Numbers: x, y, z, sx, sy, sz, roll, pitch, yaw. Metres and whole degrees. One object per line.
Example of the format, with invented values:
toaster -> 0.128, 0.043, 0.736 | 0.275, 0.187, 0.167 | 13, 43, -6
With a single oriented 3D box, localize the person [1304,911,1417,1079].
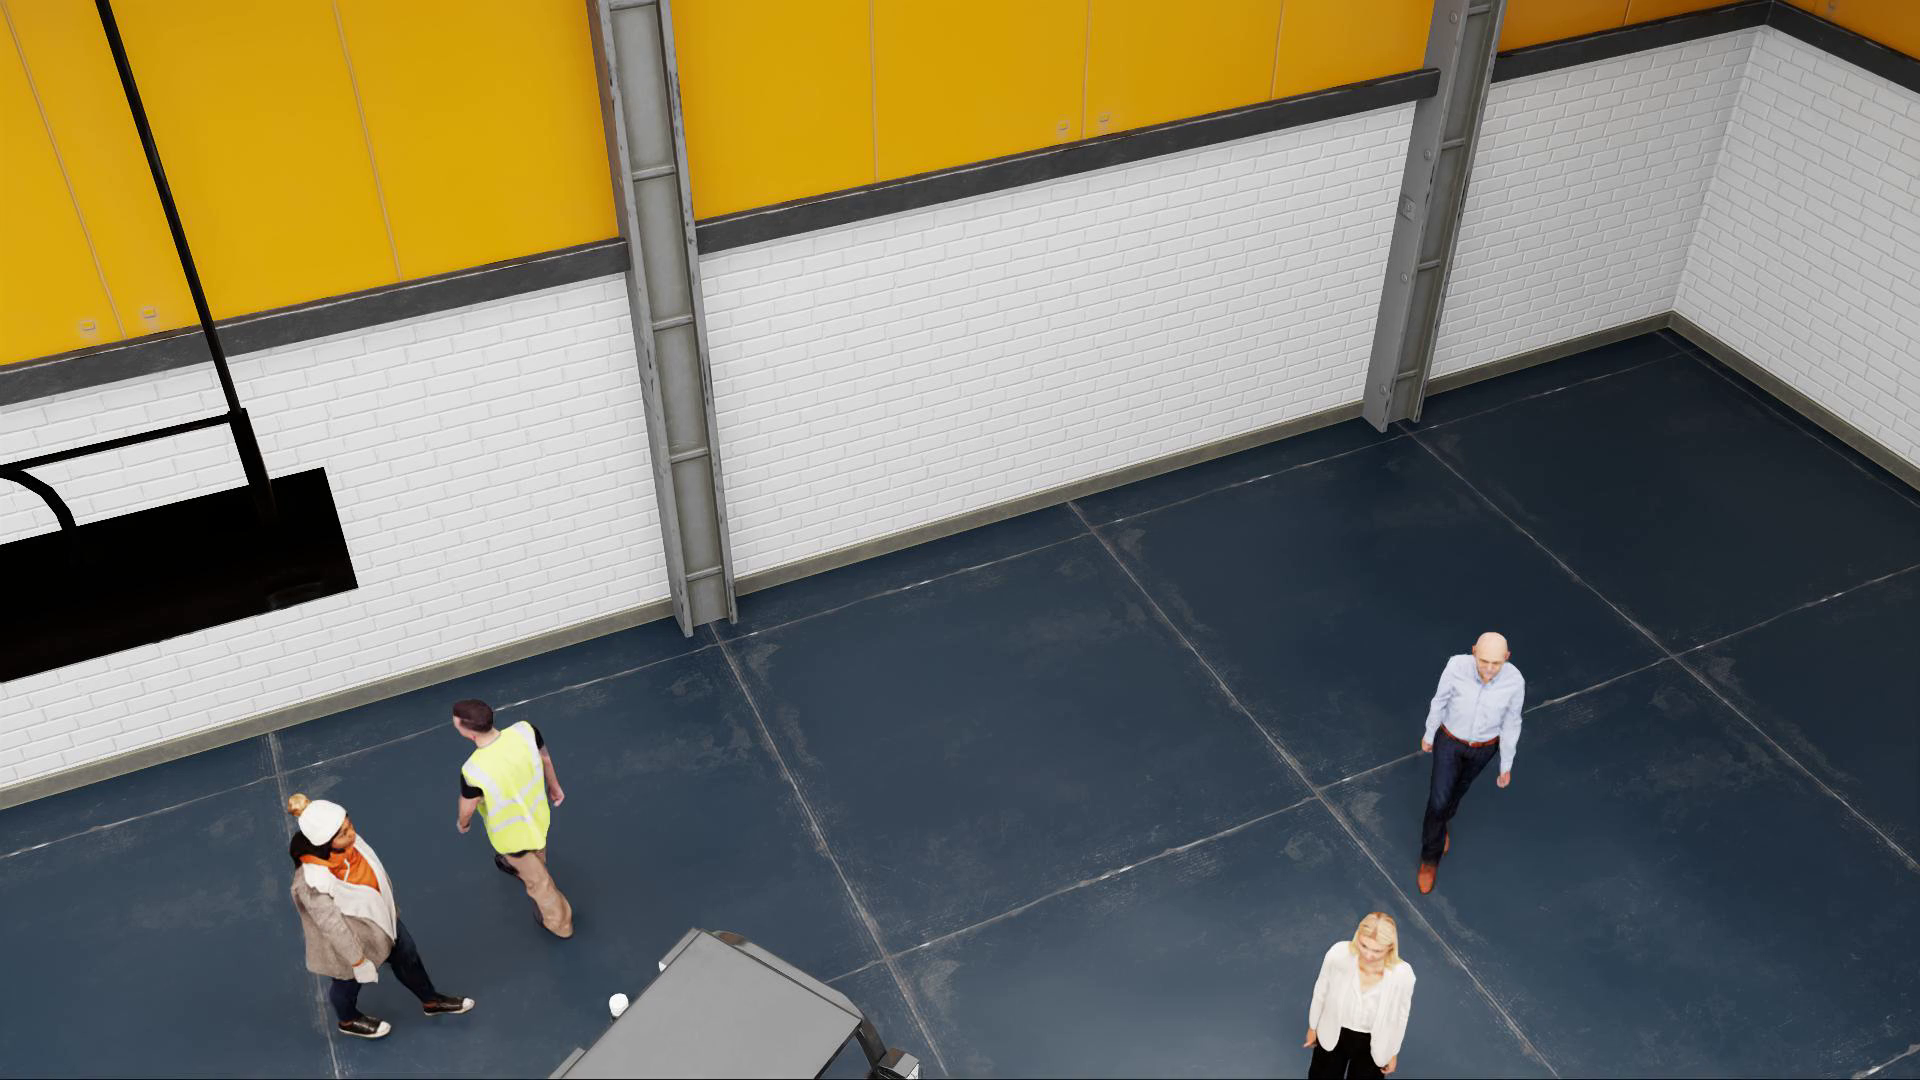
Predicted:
person -> 1.921, 2.438, 8.119 | 0.673, 1.860, 0.730 | 13, 41, 16

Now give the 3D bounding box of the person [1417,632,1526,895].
person -> 2.977, 1.158, 9.796 | 1.000, 1.767, 1.019 | 6, 39, 7

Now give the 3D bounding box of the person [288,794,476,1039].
person -> -3.273, 1.992, 8.676 | 1.109, 1.861, 0.968 | 2, 39, 3

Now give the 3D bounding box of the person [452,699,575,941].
person -> -2.407, 1.590, 9.222 | 1.099, 1.808, 1.080 | 22, 43, 25
